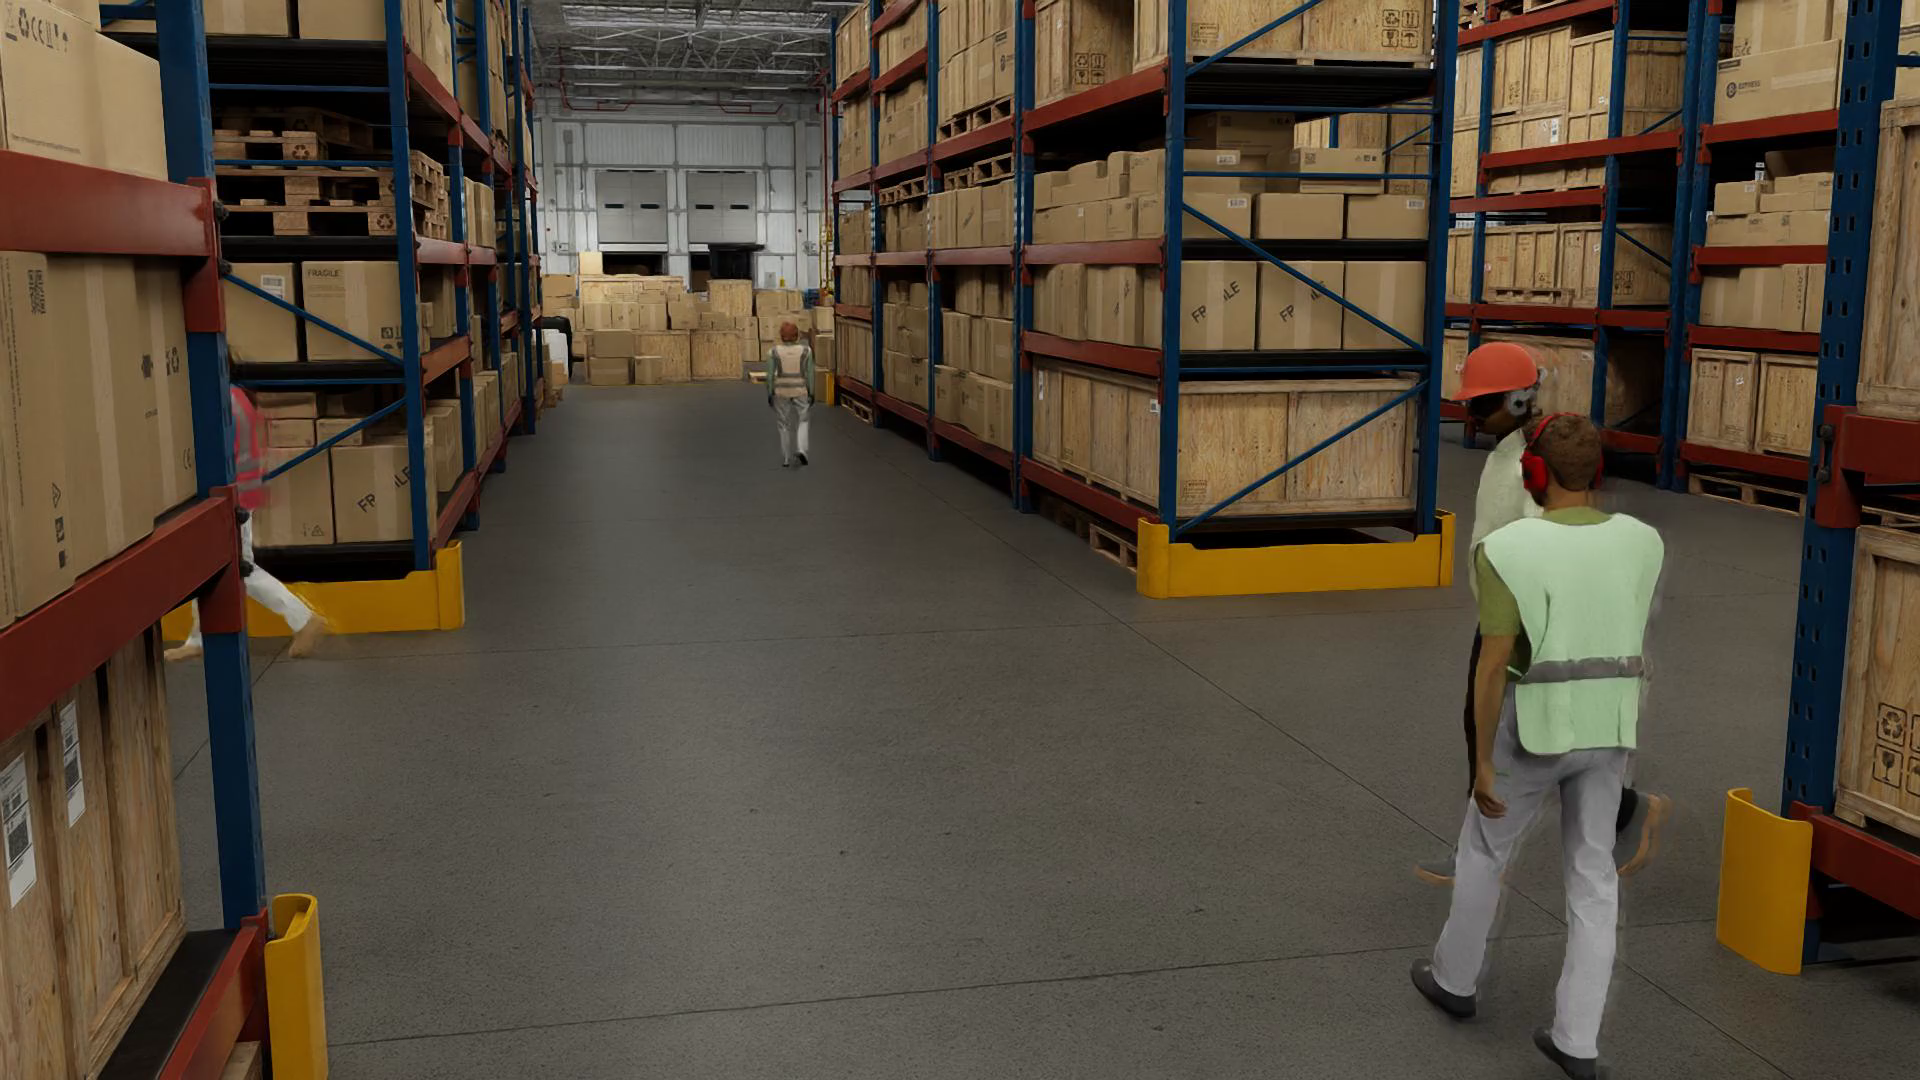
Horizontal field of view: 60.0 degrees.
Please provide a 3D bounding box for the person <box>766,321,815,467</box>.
[{"bbox_3d":[-1.874,-1.607,18.423,0.530,1.624,0.450,-2,9,-9],"label":"person"}]

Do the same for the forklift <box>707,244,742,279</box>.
[{"bbox_3d":[-6.214,-6.448,44.126,1.873,2.768,1.129,9,13,44],"label":"forklift"}]

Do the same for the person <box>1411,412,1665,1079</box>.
[{"bbox_3d":[1.637,0.545,4.727,0.569,1.814,0.806,-1,9,-9],"label":"person"}]

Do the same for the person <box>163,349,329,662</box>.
[{"bbox_3d":[-4.037,-0.201,9.298,0.853,1.816,0.620,-3,10,-17],"label":"person"}]

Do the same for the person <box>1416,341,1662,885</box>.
[{"bbox_3d":[2.061,0.289,5.868,0.738,1.963,0.654,0,9,0],"label":"person"}]

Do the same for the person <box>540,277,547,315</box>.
[{"bbox_3d":[-14.014,-7.899,55.884,0.430,1.925,0.635,-2,10,-14],"label":"person"}]

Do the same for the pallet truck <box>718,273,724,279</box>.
[{"bbox_3d":[-8.580,-8.986,62.280,1.885,1.965,0.823,1,9,5],"label":"pallet truck"}]
